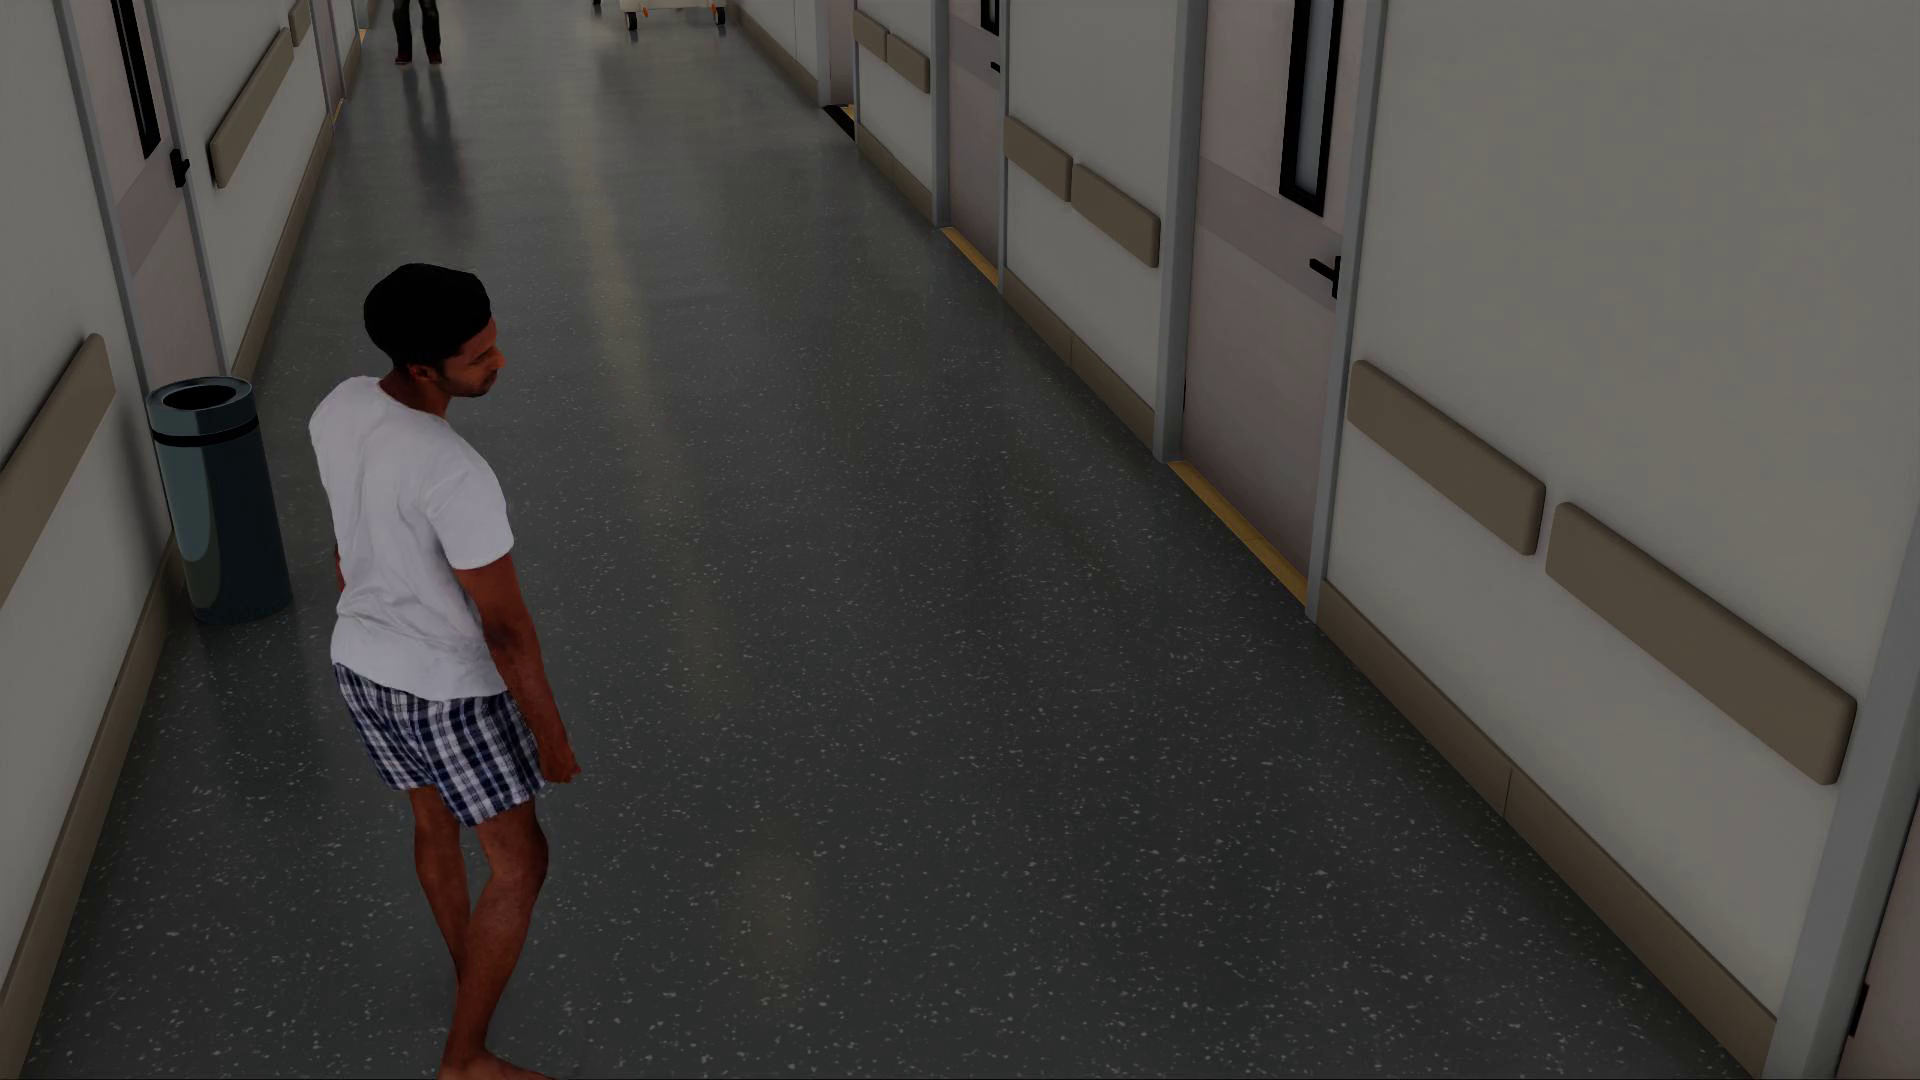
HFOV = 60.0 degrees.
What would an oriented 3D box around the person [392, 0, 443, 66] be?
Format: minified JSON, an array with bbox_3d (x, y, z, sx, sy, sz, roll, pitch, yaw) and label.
[{"bbox_3d":[-4.577,-4.901,13.817,0.527,1.810,0.745,-4,26,-9],"label":"person"}]

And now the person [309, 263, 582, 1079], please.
[{"bbox_3d":[-1.033,0.270,3.225,0.857,1.698,0.885,10,28,20],"label":"person"}]
